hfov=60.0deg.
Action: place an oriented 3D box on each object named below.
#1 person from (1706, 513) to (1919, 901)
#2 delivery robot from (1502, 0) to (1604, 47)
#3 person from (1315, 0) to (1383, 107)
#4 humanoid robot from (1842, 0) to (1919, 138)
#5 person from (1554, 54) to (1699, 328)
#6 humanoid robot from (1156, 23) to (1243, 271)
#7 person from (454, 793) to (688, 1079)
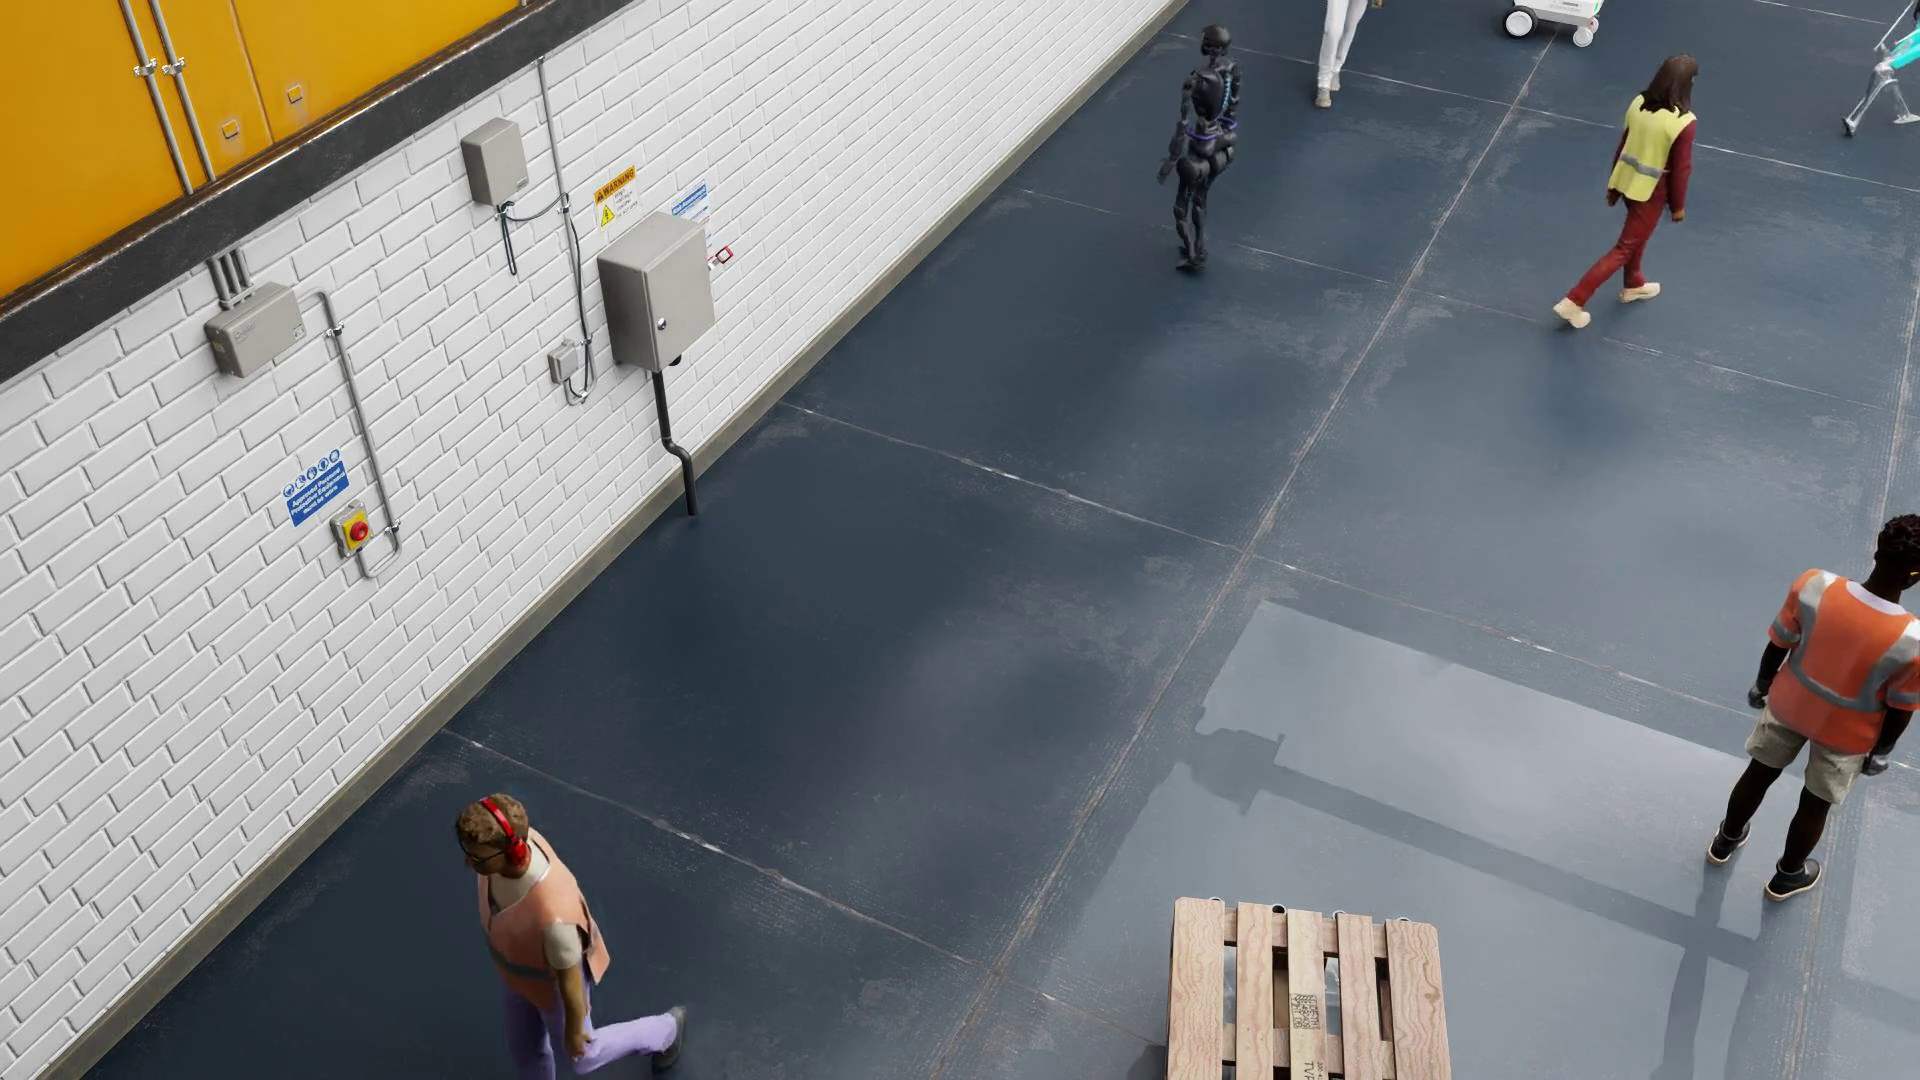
[{"bbox_3d":[3.508,0.694,6.742,0.385,1.957,0.605,-28,48,-28],"label":"person"},{"bbox_3d":[4.914,-4.435,13.772,0.804,0.610,0.499,18,44,19],"label":"delivery robot"},{"bbox_3d":[2.956,-4.178,12.473,0.566,1.843,0.776,3,41,3],"label":"person"},{"bbox_3d":[6.918,-3.758,12.092,0.957,1.771,0.542,-10,42,-11],"label":"humanoid robot"},{"bbox_3d":[4.147,-2.128,10.186,0.885,1.735,0.477,-13,42,-14],"label":"person"},{"bbox_3d":[1.543,-2.503,10.661,0.600,1.667,0.409,-29,49,-30],"label":"humanoid robot"},{"bbox_3d":[-1.427,1.511,5.896,0.772,1.822,0.578,-30,49,-30],"label":"person"}]
